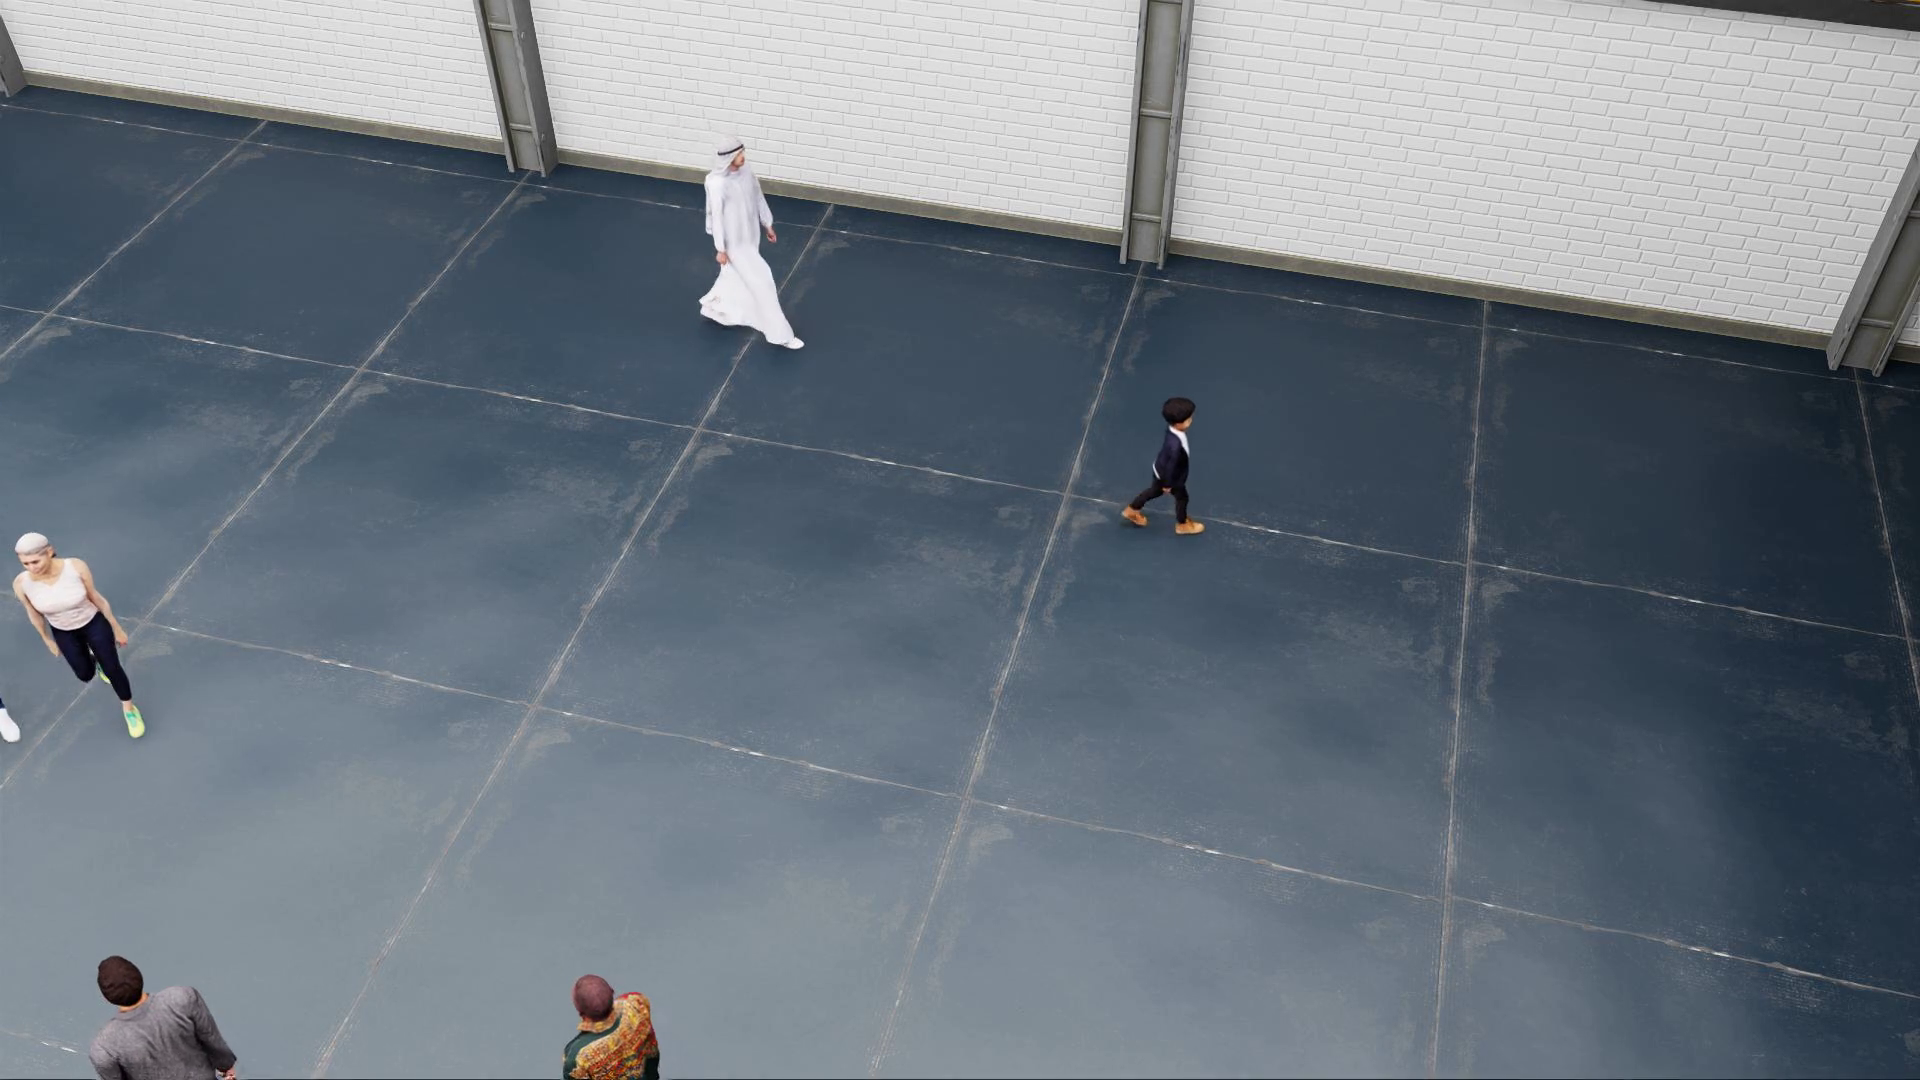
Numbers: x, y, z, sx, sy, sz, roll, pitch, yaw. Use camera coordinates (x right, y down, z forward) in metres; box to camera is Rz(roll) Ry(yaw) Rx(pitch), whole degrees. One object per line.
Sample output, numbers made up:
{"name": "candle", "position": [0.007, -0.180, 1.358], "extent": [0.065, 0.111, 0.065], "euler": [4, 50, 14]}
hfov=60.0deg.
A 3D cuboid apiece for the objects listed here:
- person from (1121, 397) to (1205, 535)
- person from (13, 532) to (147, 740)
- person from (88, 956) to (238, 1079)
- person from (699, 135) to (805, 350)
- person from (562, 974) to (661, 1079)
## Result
{"name": "person", "position": [1.460, -0.527, 12.004], "extent": [0.888, 1.205, 0.634], "euler": [0, 44, 0]}
{"name": "person", "position": [-5.586, 0.517, 10.560], "extent": [0.951, 1.687, 0.988], "euler": [-19, 47, -19]}
{"name": "person", "position": [-3.790, 2.724, 8.150], "extent": [1.305, 1.815, 1.030], "euler": [30, 51, 28]}
{"name": "person", "position": [-1.868, -2.456, 13.541], "extent": [1.296, 1.878, 0.815], "euler": [17, 46, 17]}
{"name": "person", "position": [-1.611, 2.750, 8.143], "extent": [0.999, 1.788, 0.903], "euler": [33, 53, 30]}
